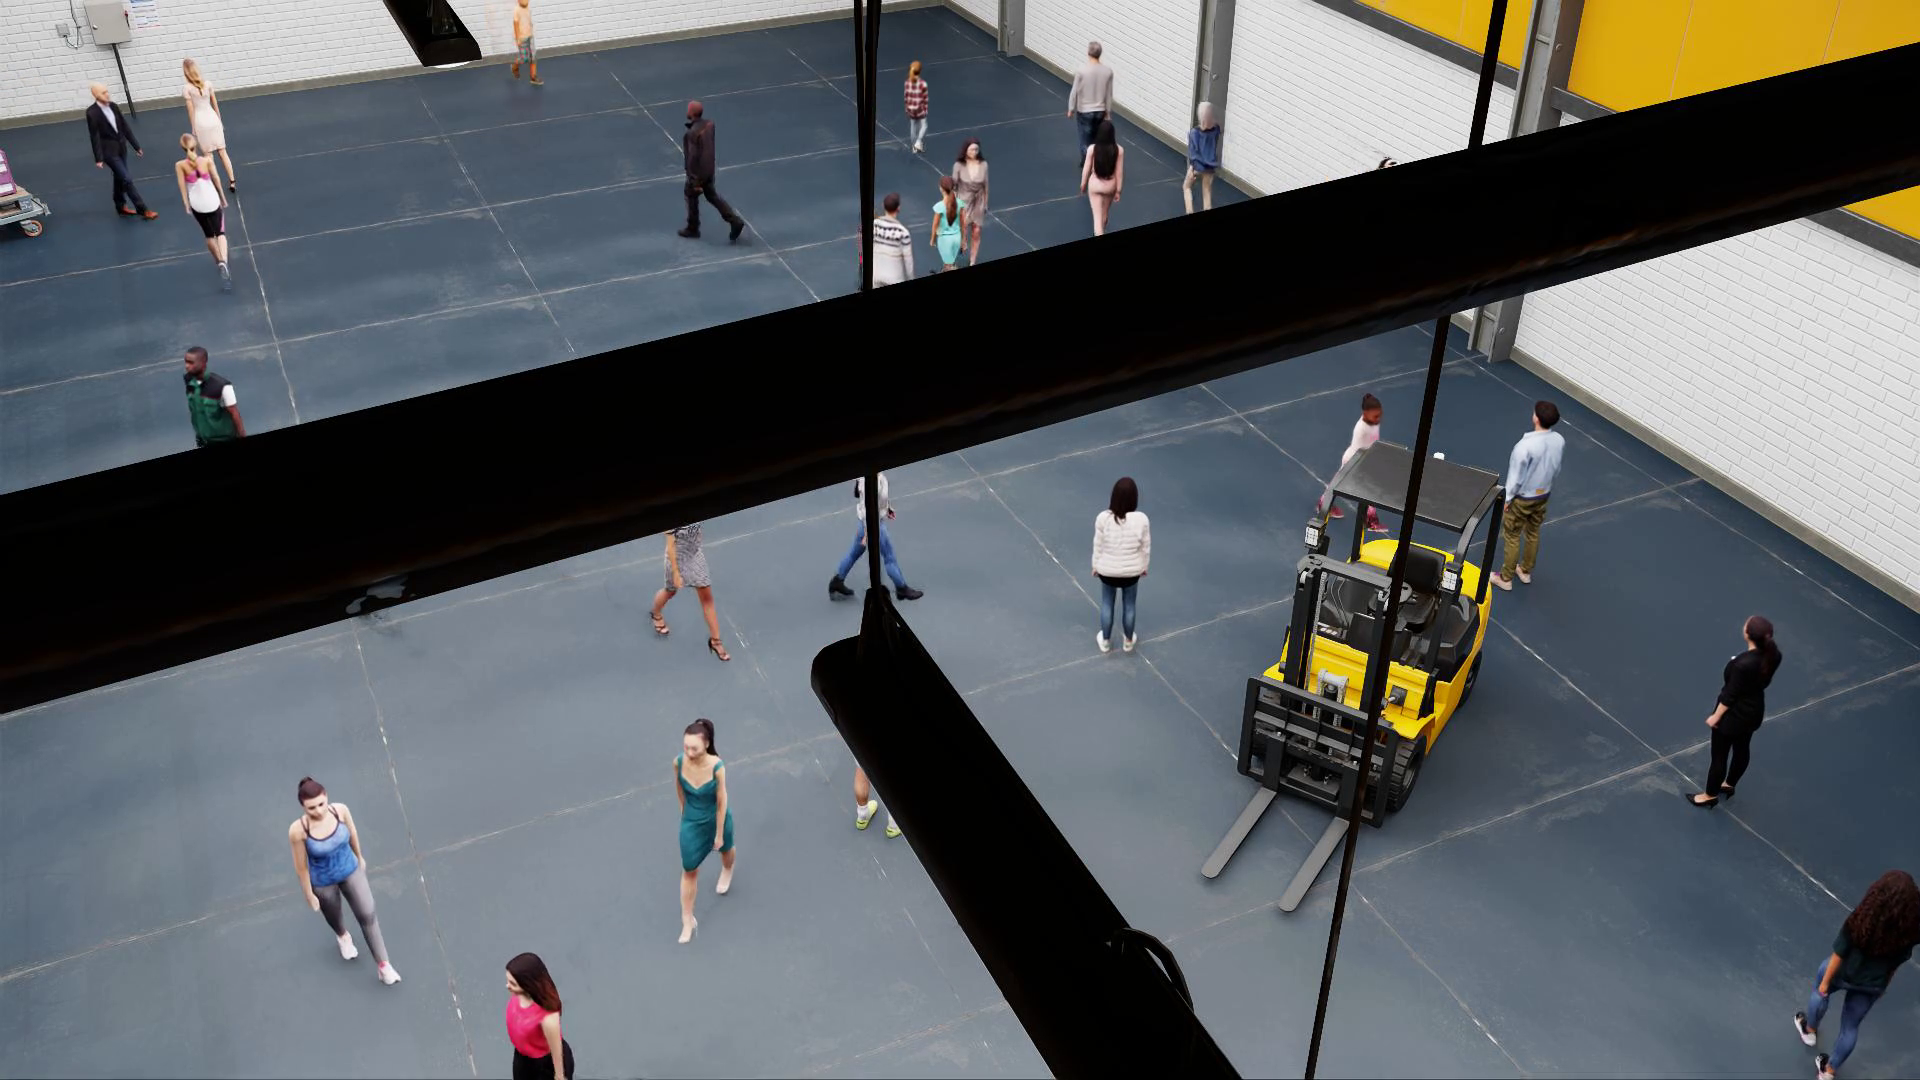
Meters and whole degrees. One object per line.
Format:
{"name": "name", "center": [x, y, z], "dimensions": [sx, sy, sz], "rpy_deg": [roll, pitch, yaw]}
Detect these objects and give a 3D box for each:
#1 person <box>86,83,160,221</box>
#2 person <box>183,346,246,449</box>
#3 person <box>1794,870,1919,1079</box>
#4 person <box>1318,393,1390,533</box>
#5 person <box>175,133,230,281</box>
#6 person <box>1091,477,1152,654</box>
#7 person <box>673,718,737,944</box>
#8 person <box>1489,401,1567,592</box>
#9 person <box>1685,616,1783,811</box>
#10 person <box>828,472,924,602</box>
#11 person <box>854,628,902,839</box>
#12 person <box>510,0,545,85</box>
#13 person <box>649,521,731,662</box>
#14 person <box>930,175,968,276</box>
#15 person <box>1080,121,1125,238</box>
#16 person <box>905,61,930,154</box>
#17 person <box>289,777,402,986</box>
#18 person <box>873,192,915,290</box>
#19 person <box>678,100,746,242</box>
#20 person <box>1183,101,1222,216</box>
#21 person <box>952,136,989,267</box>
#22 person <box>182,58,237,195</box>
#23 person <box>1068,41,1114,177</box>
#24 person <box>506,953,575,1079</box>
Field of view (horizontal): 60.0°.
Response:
{"name": "person", "center": [-10.919, -4.986, 21.340], "dimensions": [1.137, 1.775, 1.091], "rpy_deg": [10, 35, 14]}
{"name": "person", "center": [-6.734, -0.973, 15.254], "dimensions": [0.936, 1.827, 0.980], "rpy_deg": [17, 37, 23]}
{"name": "person", "center": [5.399, 2.677, 9.971], "dimensions": [0.827, 1.597, 0.901], "rpy_deg": [8, 34, 12]}
{"name": "person", "center": [3.609, -0.751, 15.302], "dimensions": [1.075, 1.405, 0.817], "rpy_deg": [26, 42, 34]}
{"name": "person", "center": [-8.944, -3.927, 19.752], "dimensions": [0.609, 1.768, 1.021], "rpy_deg": [-15, 37, -22]}
{"name": "person", "center": [1.312, 0.209, 13.648], "dimensions": [0.707, 1.636, 0.704], "rpy_deg": [1, 34, 2]}
{"name": "person", "center": [-1.661, 1.840, 11.188], "dimensions": [0.949, 1.644, 1.085], "rpy_deg": [8, 34, 11]}
{"name": "person", "center": [4.921, -0.386, 14.386], "dimensions": [0.664, 1.811, 0.537], "rpy_deg": [-15, 36, -21]}
{"name": "person", "center": [5.641, 1.262, 12.041], "dimensions": [0.597, 1.661, 0.542], "rpy_deg": [-16, 37, -22]}
{"name": "person", "center": [-0.841, -0.133, 14.206], "dimensions": [0.896, 1.588, 1.068], "rpy_deg": [-3, 34, -4]}
{"name": "person", "center": [-0.585, 1.330, 11.787], "dimensions": [0.690, 1.830, 0.776], "rpy_deg": [16, 37, 22]}
{"name": "person", "center": [-6.829, -7.829, 25.913], "dimensions": [0.875, 1.447, 0.754], "rpy_deg": [20, 38, 27]}
{"name": "person", "center": [-2.333, 0.163, 13.596], "dimensions": [1.164, 1.771, 0.941], "rpy_deg": [24, 40, 31]}
{"name": "person", "center": [-0.085, -3.416, 19.200], "dimensions": [0.650, 1.527, 1.019], "rpy_deg": [-20, 38, -27]}
{"name": "person", "center": [1.734, -4.202, 20.249], "dimensions": [0.888, 1.676, 1.234], "rpy_deg": [-3, 34, -5]}
{"name": "person", "center": [-0.631, -6.069, 23.397], "dimensions": [0.671, 1.300, 0.731], "rpy_deg": [12, 35, 17]}
{"name": "person", "center": [-4.081, 2.143, 10.789], "dimensions": [0.700, 1.580, 1.012], "rpy_deg": [-23, 40, -30]}
{"name": "person", "center": [-0.793, -2.853, 18.074], "dimensions": [0.777, 1.837, 0.839], "rpy_deg": [9, 35, 14]}
{"name": "person", "center": [-3.132, -4.569, 20.690], "dimensions": [1.269, 1.799, 1.135], "rpy_deg": [15, 37, 22]}
{"name": "person", "center": [3.107, -4.650, 20.915], "dimensions": [0.605, 1.684, 0.616], "rpy_deg": [-15, 36, -21]}
{"name": "person", "center": [0.107, -4.022, 19.924], "dimensions": [0.708, 1.735, 0.889], "rpy_deg": [-7, 34, -10]}
{"name": "person", "center": [-9.957, -5.460, 22.004], "dimensions": [0.635, 1.829, 0.612], "rpy_deg": [-28, 43, -35]}
{"name": "person", "center": [1.771, -5.687, 22.297], "dimensions": [0.763, 1.882, 1.209], "rpy_deg": [-12, 35, -17]}
{"name": "person", "center": [-2.314, 2.948, 9.528], "dimensions": [0.833, 1.635, 1.014], "rpy_deg": [-26, 41, -33]}
